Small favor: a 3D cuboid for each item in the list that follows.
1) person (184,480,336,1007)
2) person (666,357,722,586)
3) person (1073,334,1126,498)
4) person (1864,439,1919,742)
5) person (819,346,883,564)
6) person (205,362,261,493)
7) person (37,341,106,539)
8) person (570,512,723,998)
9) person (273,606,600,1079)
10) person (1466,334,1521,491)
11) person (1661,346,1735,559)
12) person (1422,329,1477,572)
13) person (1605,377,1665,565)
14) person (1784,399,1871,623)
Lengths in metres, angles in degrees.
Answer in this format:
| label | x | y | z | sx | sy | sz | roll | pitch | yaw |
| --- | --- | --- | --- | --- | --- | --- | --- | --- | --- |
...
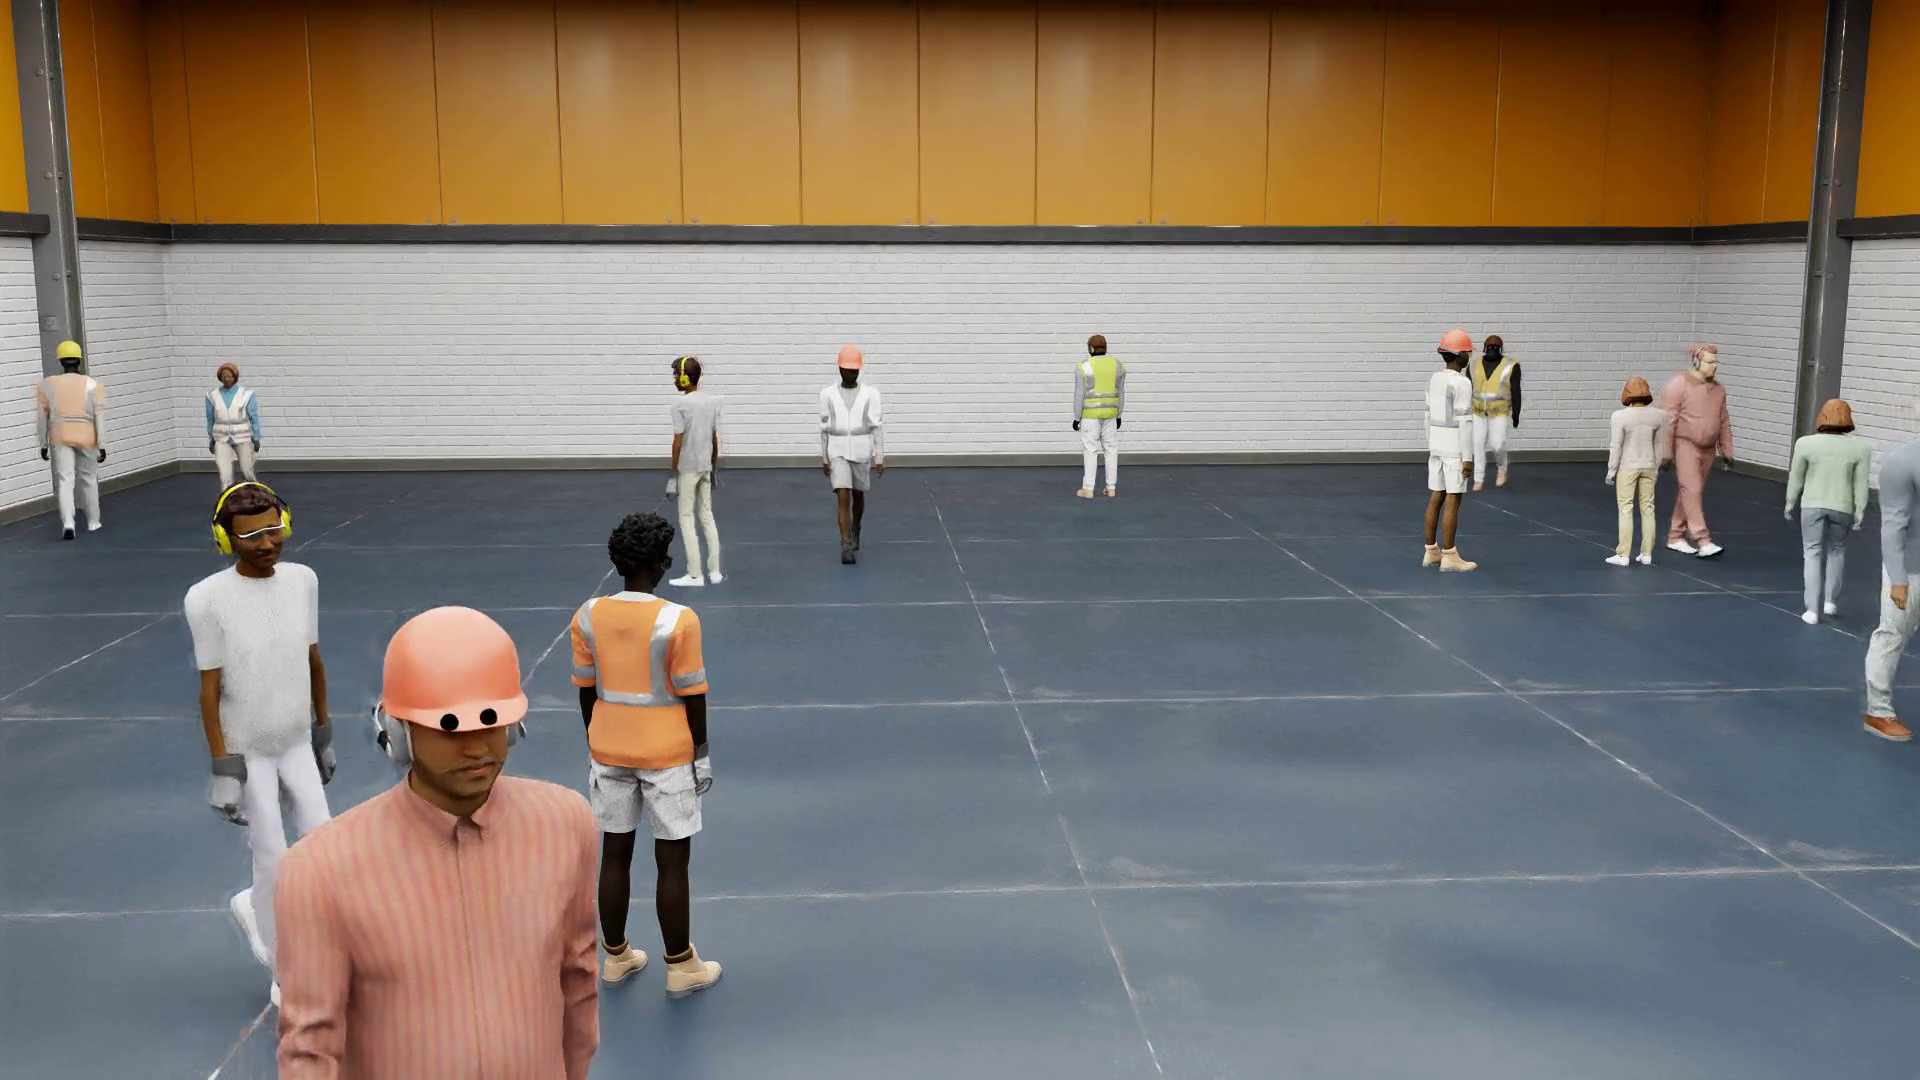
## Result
| label | x | y | z | sx | sy | sz | roll | pitch | yaw |
| --- | --- | --- | --- | --- | --- | --- | --- | --- | --- |
| person | -2.361 | 0.700 | 5.609 | 0.504 | 1.843 | 0.520 | 6 | 11 | 33 |
| person | -2.109 | -0.536 | 13.396 | 0.314 | 1.850 | 0.632 | 7 | 11 | 36 |
| person | 1.548 | -1.389 | 18.725 | 0.622 | 1.838 | 0.429 | -3 | 10 | -20 |
| person | 5.103 | 0.183 | 8.635 | 0.647 | 1.897 | 0.928 | -2 | 9 | -15 |
| person | -0.961 | -0.777 | 14.740 | 0.555 | 1.891 | 1.021 | -1 | 9 | -4 |
| person | -7.527 | -1.045 | 17.280 | 0.520 | 1.612 | 0.711 | -2 | 9 | -11 |
| person | -8.508 | -0.966 | 15.952 | 0.606 | 1.884 | 0.986 | -4 | 10 | -21 |
| person | -1.089 | 0.744 | 5.774 | 0.532 | 1.693 | 0.319 | 4 | 10 | 23 |
| person | -0.936 | 1.060 | 3.027 | 0.624 | 1.949 | 1.032 | -6 | 11 | -35 |
| person | 6.146 | -1.468 | 19.263 | 0.650 | 1.825 | 0.461 | 6 | 11 | 33 |
| person | 6.600 | -0.767 | 14.689 | 0.660 | 1.869 | 0.852 | -4 | 10 | -24 |
| person | 4.165 | -0.756 | 14.083 | 0.364 | 2.048 | 0.611 | -2 | 9 | -15 |
| person | 5.816 | -0.592 | 14.351 | 0.499 | 1.633 | 0.288 | -1 | 9 | -9 |
| person | 6.279 | -0.218 | 12.078 | 0.513 | 1.611 | 0.651 | 3 | 10 | 20 |
